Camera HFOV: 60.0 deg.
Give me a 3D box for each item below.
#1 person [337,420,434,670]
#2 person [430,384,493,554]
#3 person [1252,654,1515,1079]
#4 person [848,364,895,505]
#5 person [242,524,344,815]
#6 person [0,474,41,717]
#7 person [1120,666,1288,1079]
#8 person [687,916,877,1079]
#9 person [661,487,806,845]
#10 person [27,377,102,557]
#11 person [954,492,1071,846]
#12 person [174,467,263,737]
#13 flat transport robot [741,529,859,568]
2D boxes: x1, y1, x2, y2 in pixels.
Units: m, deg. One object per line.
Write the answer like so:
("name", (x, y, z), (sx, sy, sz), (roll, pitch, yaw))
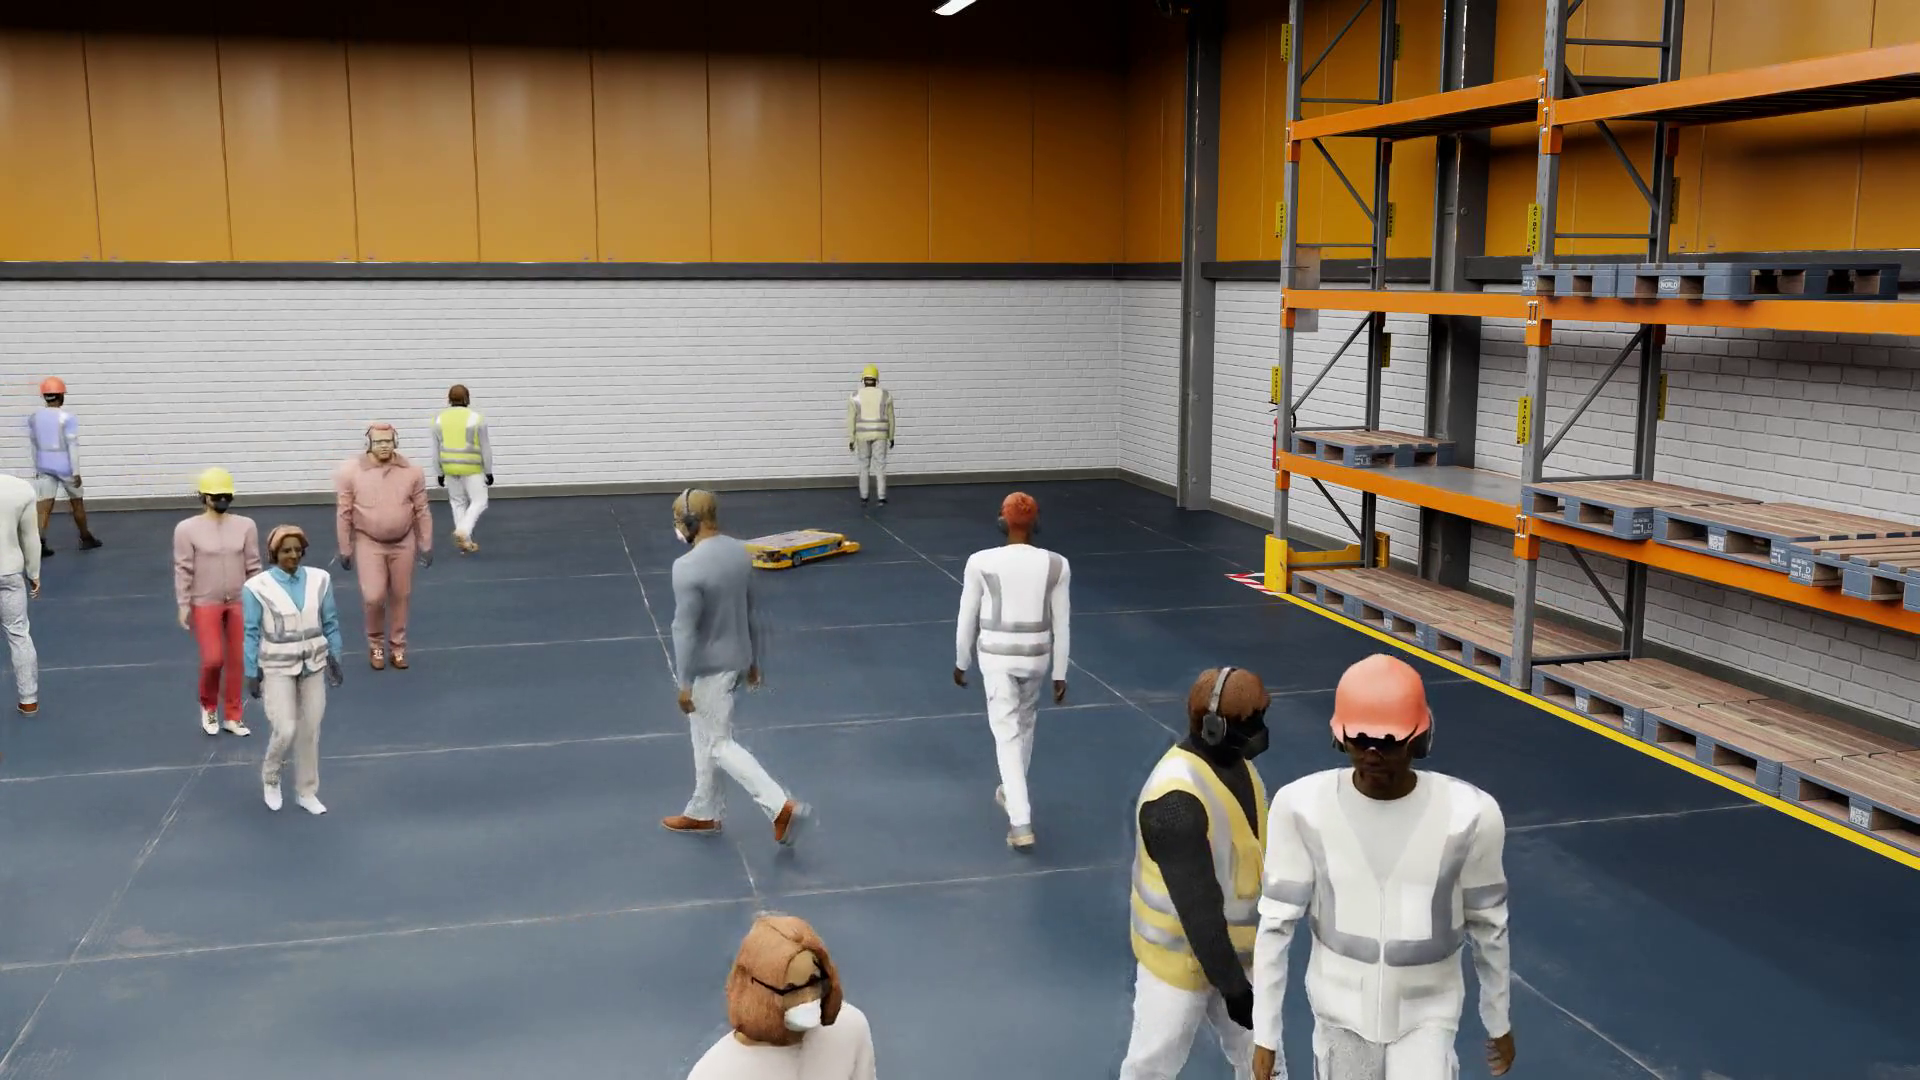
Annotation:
("person", (-4.289, 0.048, 12.478), (0.676, 1.889, 0.462), (-6, 11, -32))
("person", (-5.256, -0.731, 17.536), (0.644, 1.827, 0.627), (2, 9, 10))
("person", (1.114, 1.288, 4.403), (0.669, 1.999, 0.921), (3, 10, 18))
("person", (-1.135, -1.358, 21.468), (0.594, 1.834, 0.403), (0, 9, 1))
("person", (-3.648, 0.720, 9.132), (0.362, 1.626, 0.516), (8, 12, 40))
("person", (-6.440, 0.255, 11.045), (0.355, 1.938, 0.637), (8, 12, 42))
("person", (0.842, 1.281, 5.055), (0.866, 1.804, 0.625), (6, 11, 32))
("person", (-0.386, 1.595, 3.768), (0.849, 1.591, 0.515), (8, 12, 42))
("person", (-1.188, 0.672, 8.611), (0.864, 1.900, 0.643), (3, 10, 21))
("person", (-9.576, -0.780, 17.668), (0.560, 1.897, 0.905), (1, 9, 4))
("person", (0.293, 0.662, 8.839), (0.587, 1.844, 0.977), (-2, 9, -13))
("person", (-4.715, 0.406, 10.651), (0.364, 1.754, 0.544), (8, 12, 42))
("flat transport robot", (-1.744, 0.080, 17.326), (0.652, 0.197, 1.431), (6, 11, 33))
